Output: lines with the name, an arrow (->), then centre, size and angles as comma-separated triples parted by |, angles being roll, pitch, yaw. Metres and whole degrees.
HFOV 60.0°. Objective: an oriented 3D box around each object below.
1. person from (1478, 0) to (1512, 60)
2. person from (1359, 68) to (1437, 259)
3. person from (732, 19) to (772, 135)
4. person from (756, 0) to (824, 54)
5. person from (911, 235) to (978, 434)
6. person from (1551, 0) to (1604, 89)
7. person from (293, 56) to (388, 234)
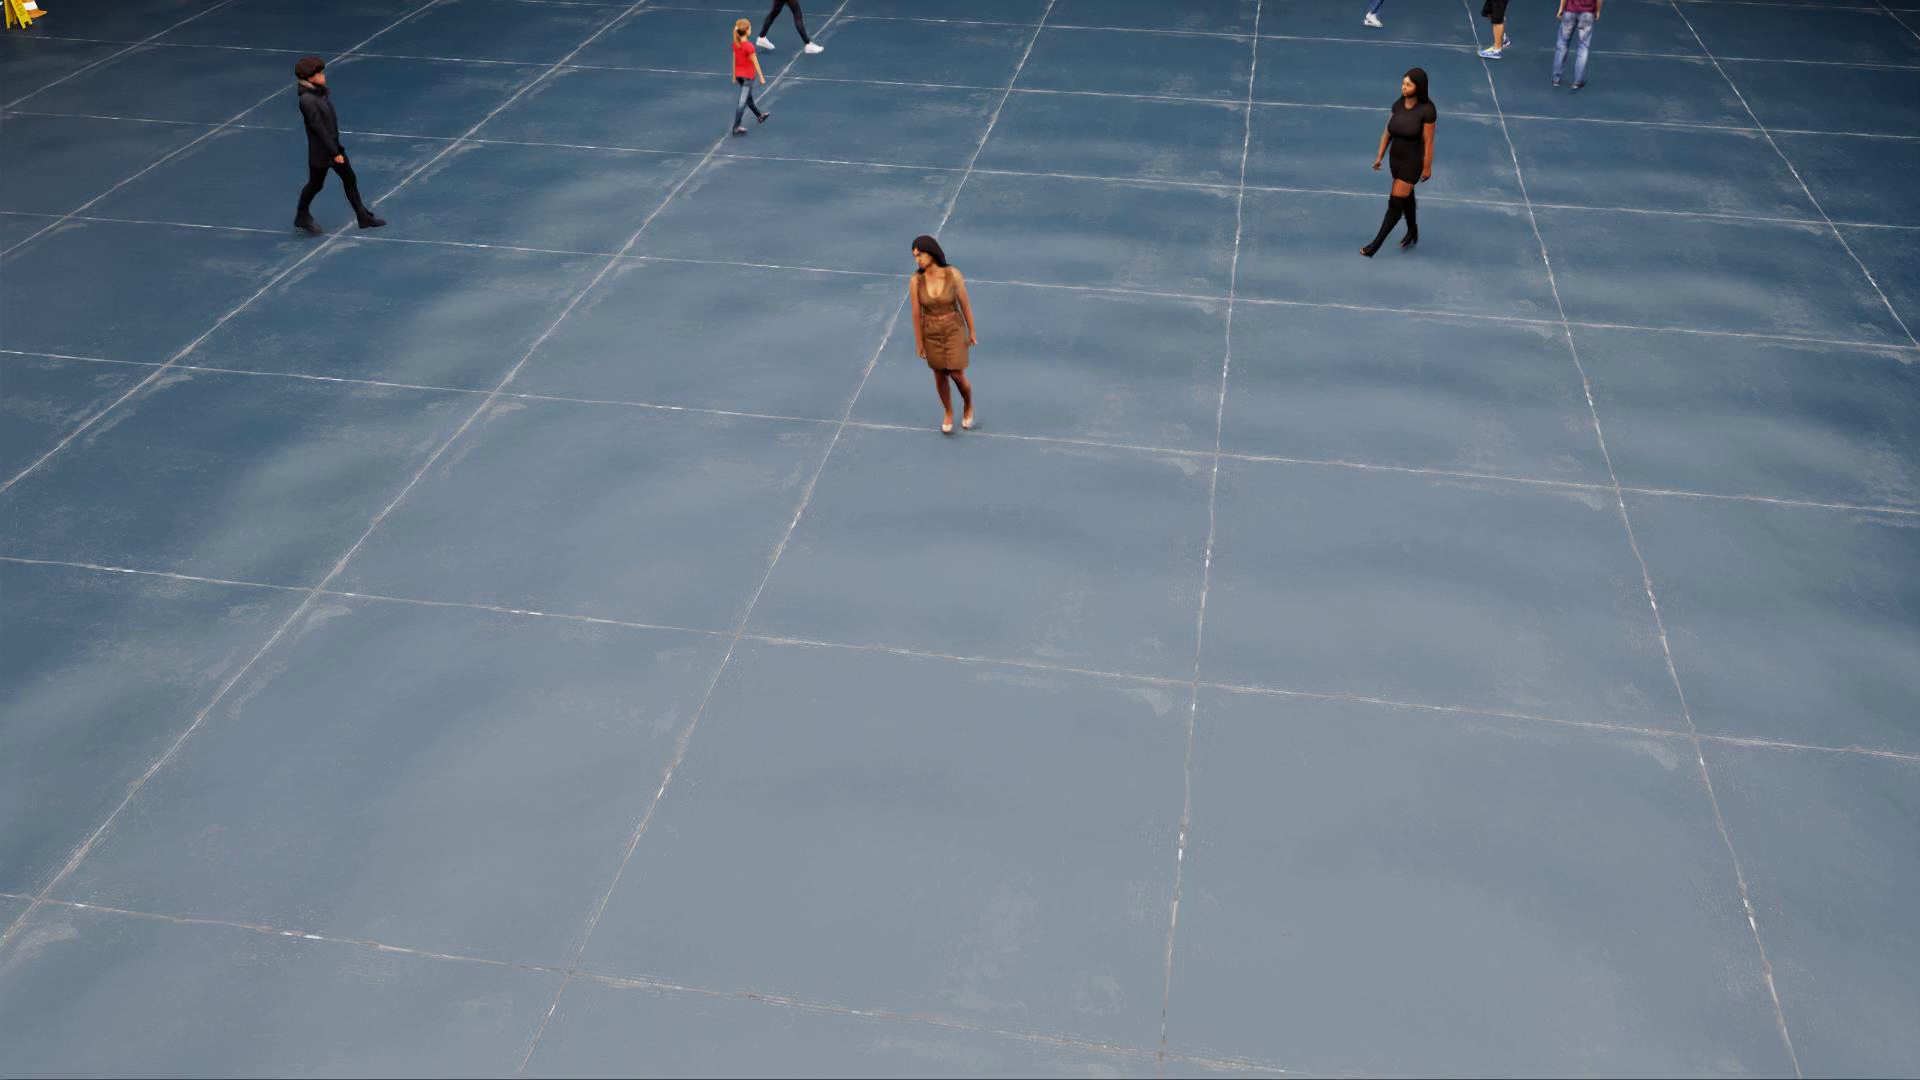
person -> 7.138, -7.185, 21.593 | 0.688, 1.855, 0.638 | 10, 34, 15
person -> 4.352, -3.609, 15.966 | 1.213, 1.808, 1.129 | -19, 37, -28
person -> -2.522, -5.303, 19.148 | 0.881, 1.280, 0.828 | 24, 40, 33
person -> -2.376, -7.228, 21.811 | 1.186, 1.693, 0.622 | 8, 33, 13
person -> -0.111, -1.565, 12.872 | 0.530, 1.652, 0.734 | -4, 33, -7
person -> 7.683, -6.567, 20.612 | 0.580, 1.854, 0.763 | 13, 34, 20
person -> -6.360, -3.852, 16.408 | 1.148, 1.748, 0.720 | 0, 32, 1
